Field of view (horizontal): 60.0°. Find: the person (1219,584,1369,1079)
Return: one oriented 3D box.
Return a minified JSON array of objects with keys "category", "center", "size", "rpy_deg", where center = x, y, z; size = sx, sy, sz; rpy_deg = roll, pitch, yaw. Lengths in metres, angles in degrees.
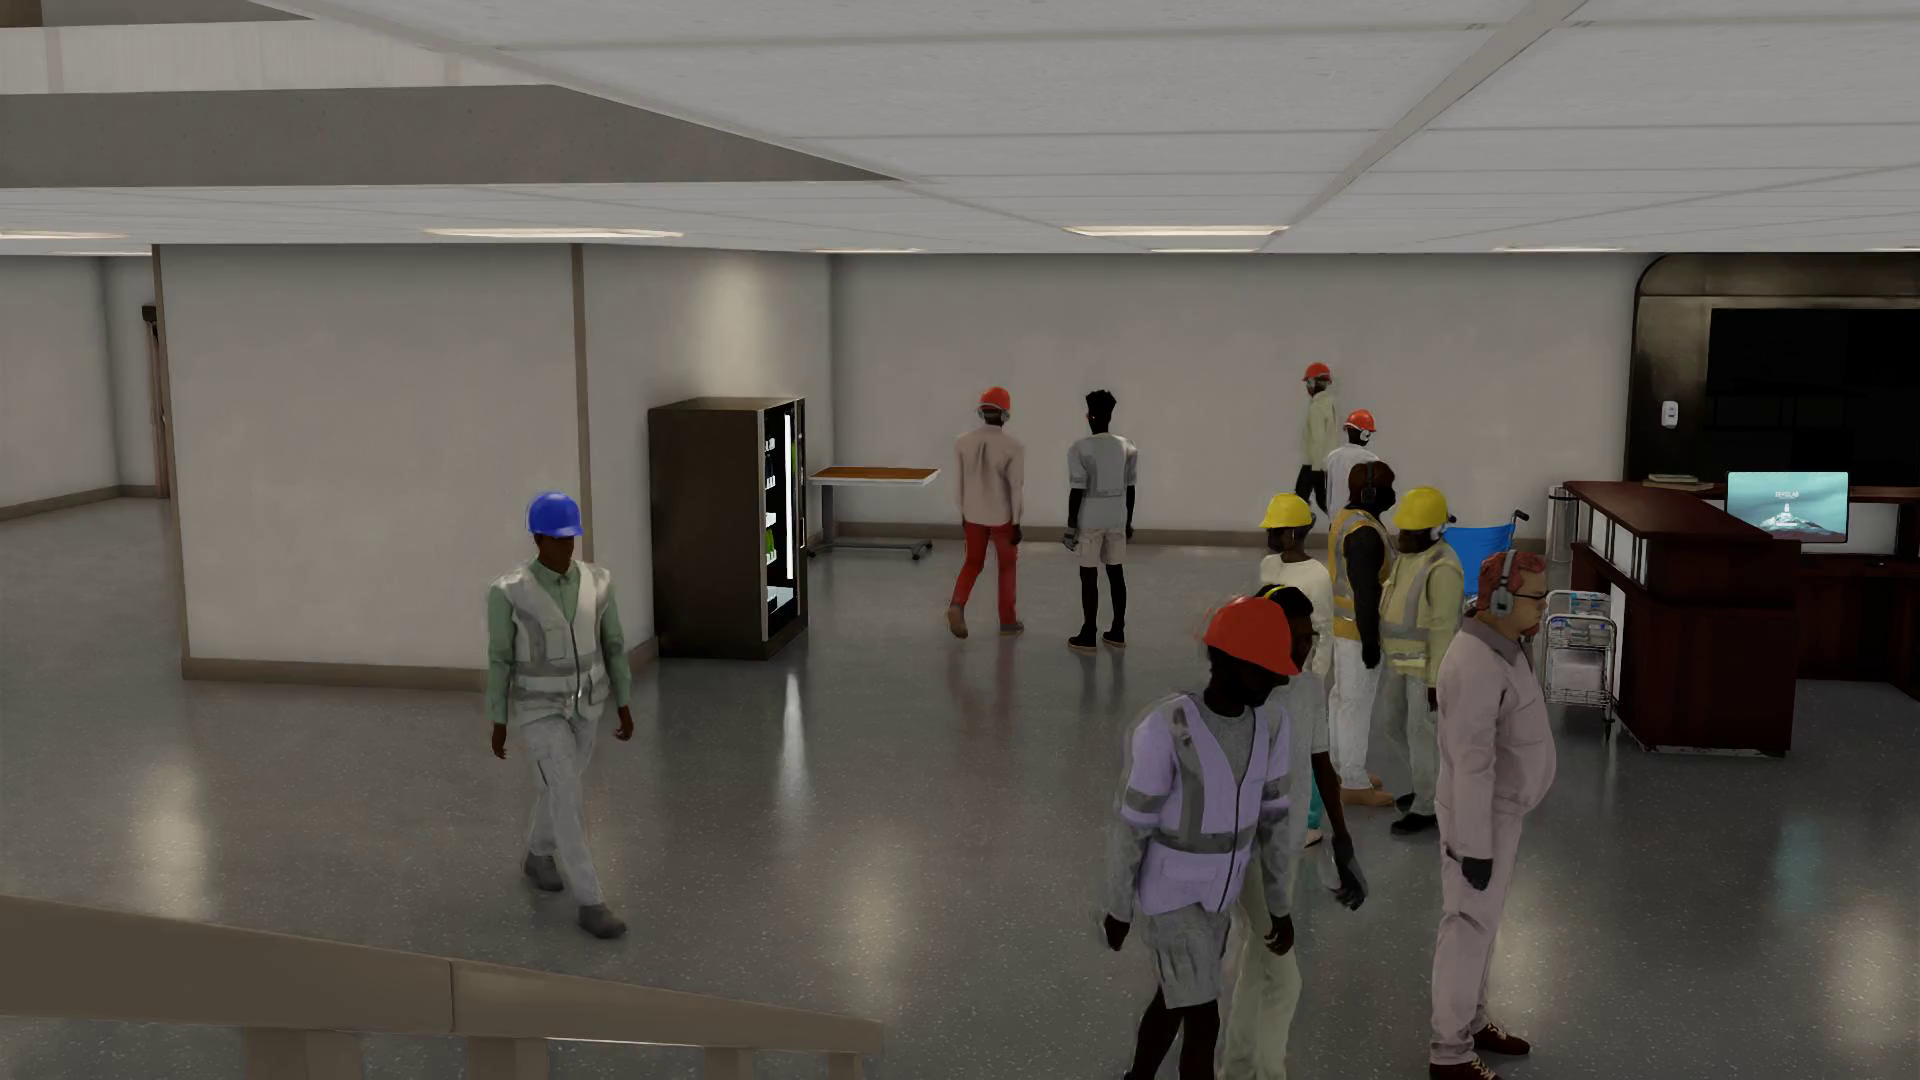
[{"category":"person","center":[1.082,1.064,5.372],"size":[0.508,1.852,0.673],"rpy_deg":[-8,12,-39]}]

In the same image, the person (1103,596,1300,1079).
[{"category":"person","center":[0.769,1.091,5.086],"size":[0.555,1.880,0.884],"rpy_deg":[-7,11,-37]}]

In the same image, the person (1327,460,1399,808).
[{"category":"person","center":[2.171,0.491,8.932],"size":[0.430,1.845,0.619],"rpy_deg":[1,9,5]}]

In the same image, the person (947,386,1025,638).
[{"category":"person","center":[0.204,-0.193,12.771],"size":[0.615,1.970,0.779],"rpy_deg":[5,10,27]}]

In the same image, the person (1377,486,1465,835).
[{"category":"person","center":[2.328,0.607,8.361],"size":[0.481,1.800,0.634],"rpy_deg":[-1,9,-6]}]

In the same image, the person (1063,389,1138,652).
[{"category":"person","center":[1.045,-0.146,12.467],"size":[0.616,1.964,0.361],"rpy_deg":[-5,11,-29]}]

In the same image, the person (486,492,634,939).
[{"category":"person","center":[-1.760,0.720,7.360],"size":[0.623,1.900,0.984],"rpy_deg":[-9,13,-42]}]

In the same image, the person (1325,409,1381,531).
[{"category":"person","center":[3.167,-0.172,13.320],"size":[0.351,1.743,0.564],"rpy_deg":[-5,11,-29]}]

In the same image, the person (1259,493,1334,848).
[{"category":"person","center":[1.614,0.644,8.217],"size":[0.329,1.767,0.529],"rpy_deg":[-5,10,-26]}]

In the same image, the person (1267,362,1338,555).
[{"category":"person","center":[3.553,-0.772,16.393],"size":[0.785,1.982,0.622],"rpy_deg":[5,10,26]}]

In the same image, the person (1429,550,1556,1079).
[{"category":"person","center":[1.863,0.969,5.817],"size":[0.398,1.899,0.649],"rpy_deg":[4,10,23]}]
